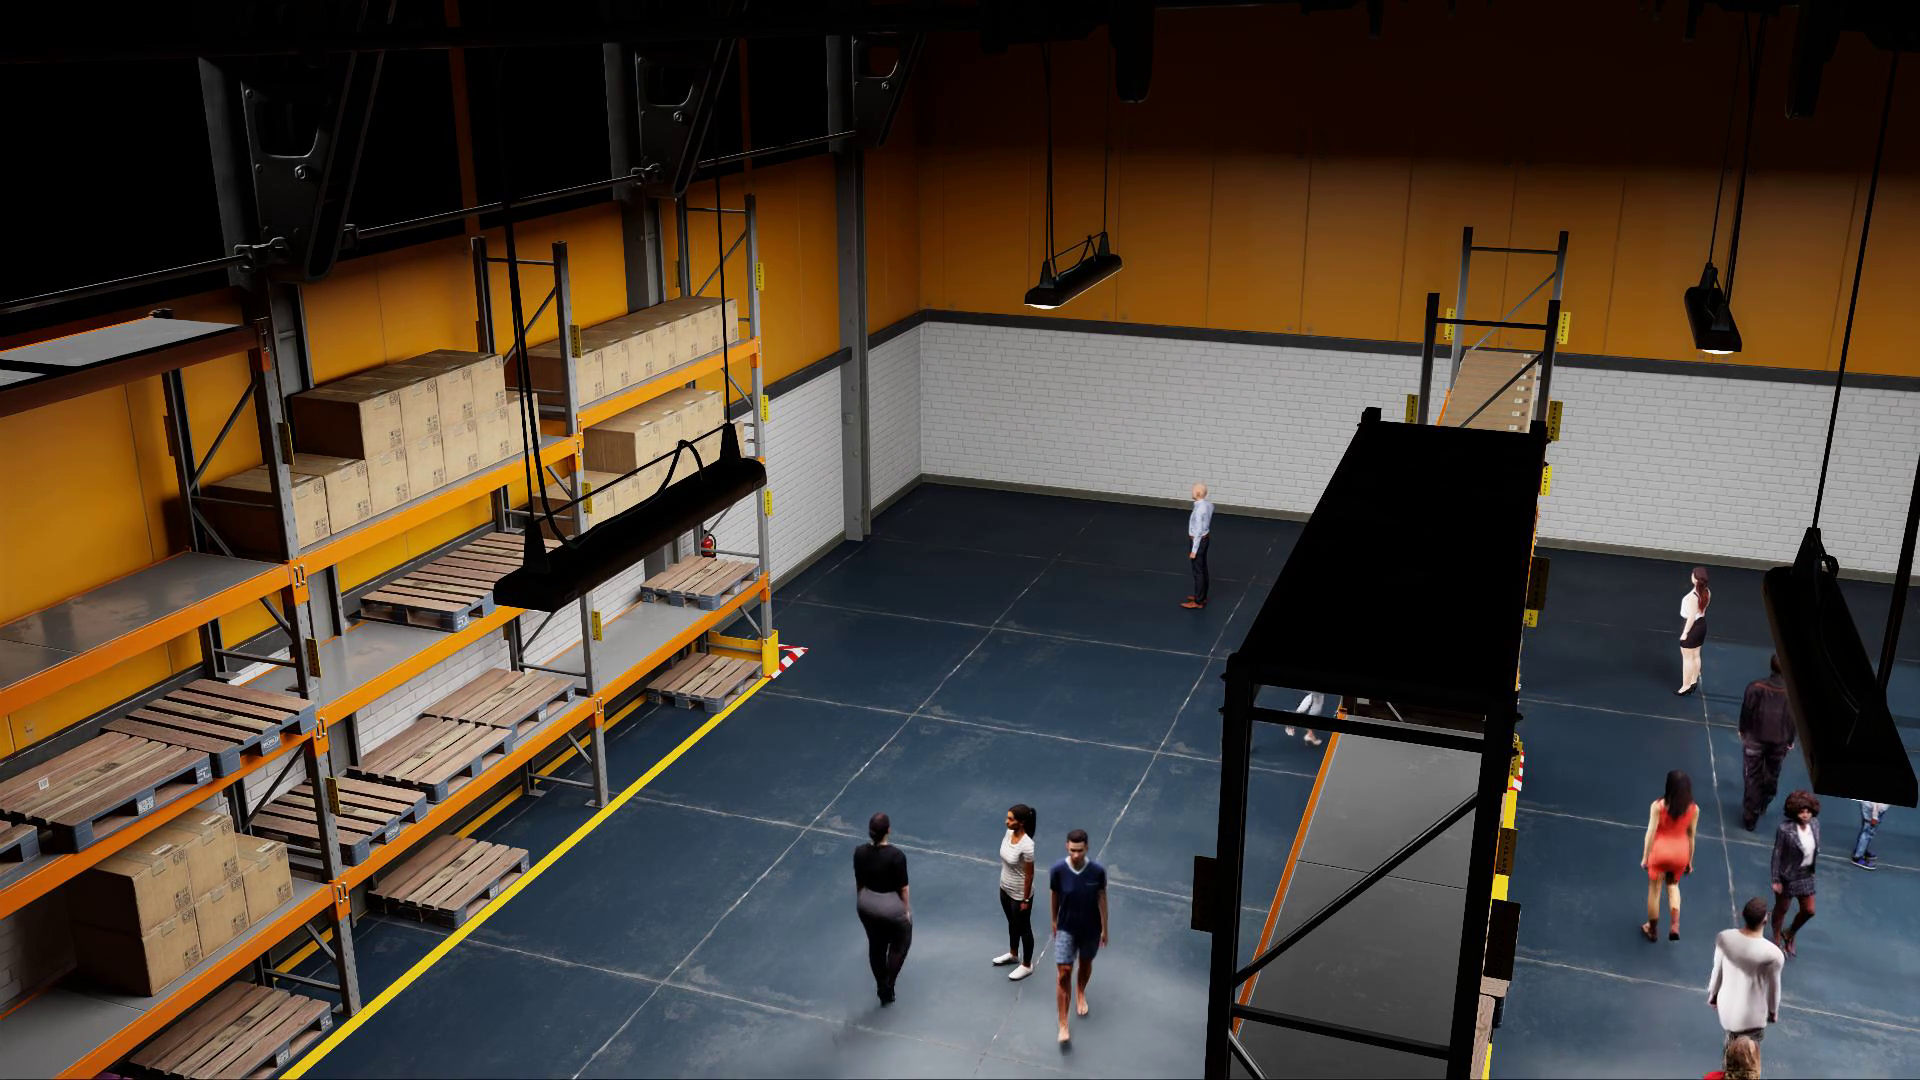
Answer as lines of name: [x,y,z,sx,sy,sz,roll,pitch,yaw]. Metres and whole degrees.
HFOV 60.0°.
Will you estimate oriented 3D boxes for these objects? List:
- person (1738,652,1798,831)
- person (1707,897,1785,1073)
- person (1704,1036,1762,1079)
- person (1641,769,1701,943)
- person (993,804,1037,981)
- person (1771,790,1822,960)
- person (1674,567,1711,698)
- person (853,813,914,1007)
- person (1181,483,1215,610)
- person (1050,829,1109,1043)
person: [8.288,2.084,17.061,0.706,1.889,0.998,6,20,17]
person: [5.952,3.590,12.700,1.195,1.818,1.033,-14,23,-35]
person: [5.161,4.157,11.213,0.709,1.692,0.875,10,21,28]
person: [6.388,2.893,14.942,0.679,1.708,0.778,2,19,5]
person: [0.508,3.051,14.570,0.708,1.646,0.652,-9,21,-25]
person: [7.351,2.953,14.803,0.739,1.684,0.754,-5,19,-13]
person: [8.956,1.114,20.321,0.588,1.648,0.700,-16,24,-40]
person: [-0.694,3.180,14.048,0.682,1.734,0.729,10,21,26]
person: [3.328,0.077,23.177,0.717,1.790,0.508,8,20,23]
person: [0.998,3.189,13.913,0.860,1.804,1.137,0,19,0]
